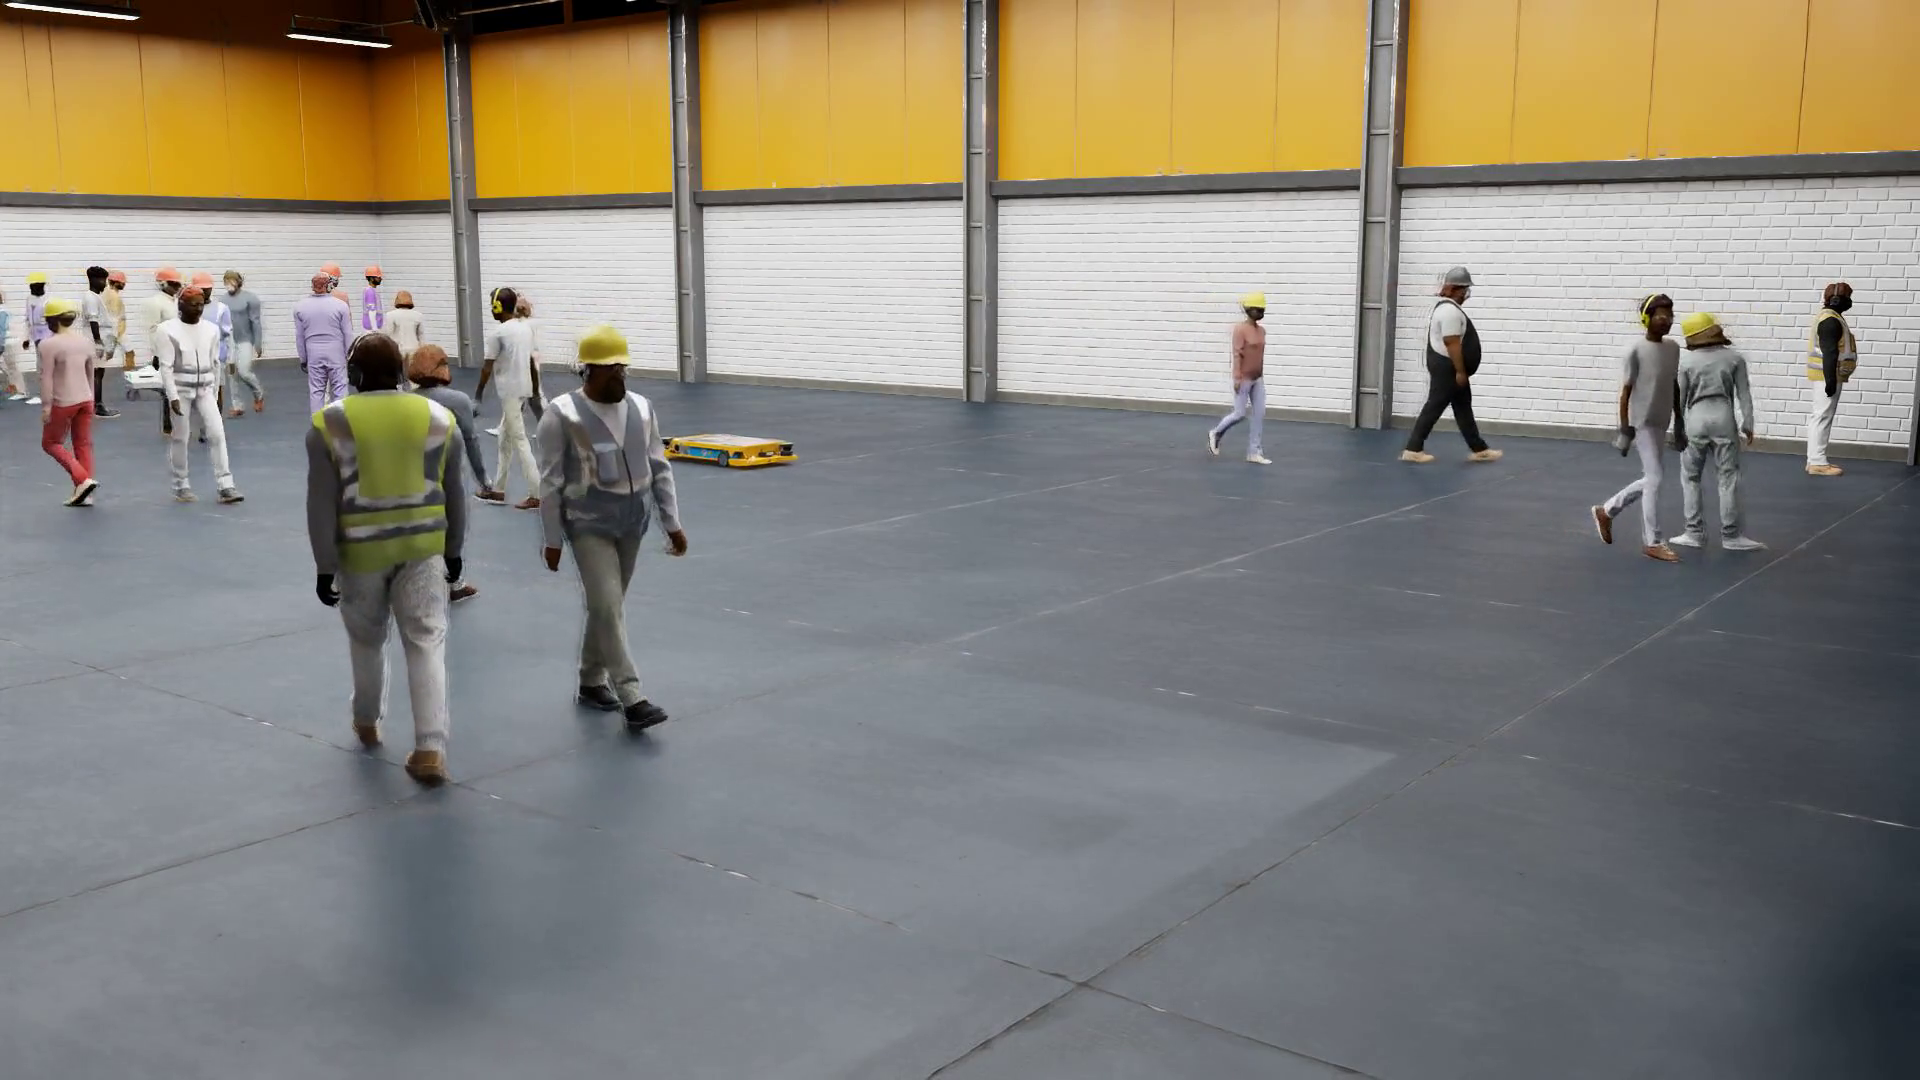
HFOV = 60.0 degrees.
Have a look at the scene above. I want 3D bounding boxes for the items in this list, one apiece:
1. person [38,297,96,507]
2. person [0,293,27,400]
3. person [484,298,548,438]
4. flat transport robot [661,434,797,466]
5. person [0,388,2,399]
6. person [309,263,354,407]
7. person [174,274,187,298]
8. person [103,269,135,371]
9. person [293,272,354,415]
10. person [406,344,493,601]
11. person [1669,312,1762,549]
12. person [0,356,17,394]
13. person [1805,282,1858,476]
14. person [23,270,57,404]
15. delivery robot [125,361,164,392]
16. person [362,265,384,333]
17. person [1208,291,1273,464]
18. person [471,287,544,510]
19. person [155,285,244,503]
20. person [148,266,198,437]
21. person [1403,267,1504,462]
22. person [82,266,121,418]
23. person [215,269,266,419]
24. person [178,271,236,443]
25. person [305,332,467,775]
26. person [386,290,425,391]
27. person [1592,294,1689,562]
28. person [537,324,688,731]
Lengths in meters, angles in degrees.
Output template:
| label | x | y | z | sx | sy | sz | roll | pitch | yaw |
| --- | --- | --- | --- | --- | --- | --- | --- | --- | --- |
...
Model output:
| label | x | y | z | sx | sy | sz | roll | pitch | yaw |
| --- | --- | --- | --- | --- | --- | --- | --- | --- | --- |
| person | -7.419 | -1.134 | 13.821 | 0.380 | 1.748 | 0.550 | 3 | 10 | 18 |
| person | -13.870 | -2.786 | 23.874 | 0.541 | 1.594 | 0.822 | 8 | 12 | 38 |
| person | -5.046 | -1.941 | 18.955 | 0.818 | 1.596 | 0.547 | -3 | 10 | -15 |
| flat transport robot | -2.384 | -0.924 | 16.931 | 1.431 | 0.197 | 0.652 | 8 | 13 | 40 |
| person | -13.298 | -2.575 | 22.092 | 0.563 | 1.810 | 0.802 | 9 | 13 | 43 |
| person | -8.268 | -2.647 | 21.949 | 0.622 | 1.992 | 0.393 | 3 | 10 | 15 |
| person | -13.416 | -3.733 | 28.879 | 0.617 | 1.776 | 0.909 | 2 | 10 | 13 |
| person | -13.197 | -3.258 | 25.827 | 0.965 | 1.898 | 0.557 | -8 | 13 | -40 |
| person | -7.167 | -2.070 | 18.845 | 0.638 | 1.909 | 0.408 | -1 | 10 | -4 |
| person | -3.095 | -0.355 | 9.783 | 0.512 | 1.592 | 0.863 | 3 | 10 | 15 |
| person | 5.479 | -0.786 | 11.977 | 0.672 | 1.697 | 0.367 | 3 | 10 | 17 |
| person | -14.649 | -3.102 | 24.952 | 0.631 | 1.889 | 1.028 | 6 | 12 | 33 |
| person | 8.365 | -1.545 | 15.983 | 0.429 | 1.841 | 0.633 | 4 | 11 | 23 |
| person | -12.996 | -2.900 | 23.714 | 0.603 | 1.901 | 0.835 | 5 | 11 | 28 |
| delivery robot | -11.737 | -2.359 | 24.184 | 0.707 | 0.478 | 0.477 | -7 | 12 | -35 |
| person | -9.305 | -3.394 | 26.460 | 0.375 | 1.939 | 0.546 | -3 | 10 | -18 |
| person | 2.868 | -1.646 | 16.843 | 0.529 | 1.747 | 0.642 | -9 | 13 | -41 |
| person | -3.811 | -1.166 | 13.785 | 0.877 | 1.830 | 0.536 | 3 | 10 | 18 |
| person | -6.415 | -1.207 | 13.996 | 0.886 | 1.846 | 0.583 | 8 | 13 | 39 |
| person | -8.999 | -2.162 | 19.183 | 0.651 | 1.974 | 0.625 | 0 | 10 | -3 |
| person | 5.007 | -1.794 | 16.847 | 0.995 | 2.000 | 0.692 | 3 | 10 | 17 |
| person | -11.160 | -2.561 | 21.559 | 0.380 | 1.956 | 0.601 | -5 | 11 | -26 |
| person | -9.274 | -2.519 | 21.422 | 0.653 | 1.920 | 0.509 | 2 | 10 | 12 |
| person | -8.411 | -2.032 | 18.592 | 0.579 | 1.912 | 0.751 | -4 | 11 | -23 |
| person | -2.355 | 0.044 | 6.869 | 0.650 | 1.793 | 0.981 | -6 | 11 | -30 |
| person | -7.403 | -2.513 | 22.227 | 0.527 | 1.627 | 0.282 | -7 | 12 | -35 |
| person | 4.807 | -0.802 | 11.660 | 0.538 | 1.845 | 0.795 | -5 | 11 | -29 |
| person | -1.511 | -0.058 | 7.446 | 0.885 | 1.787 | 0.614 | 9 | 13 | 42 |
